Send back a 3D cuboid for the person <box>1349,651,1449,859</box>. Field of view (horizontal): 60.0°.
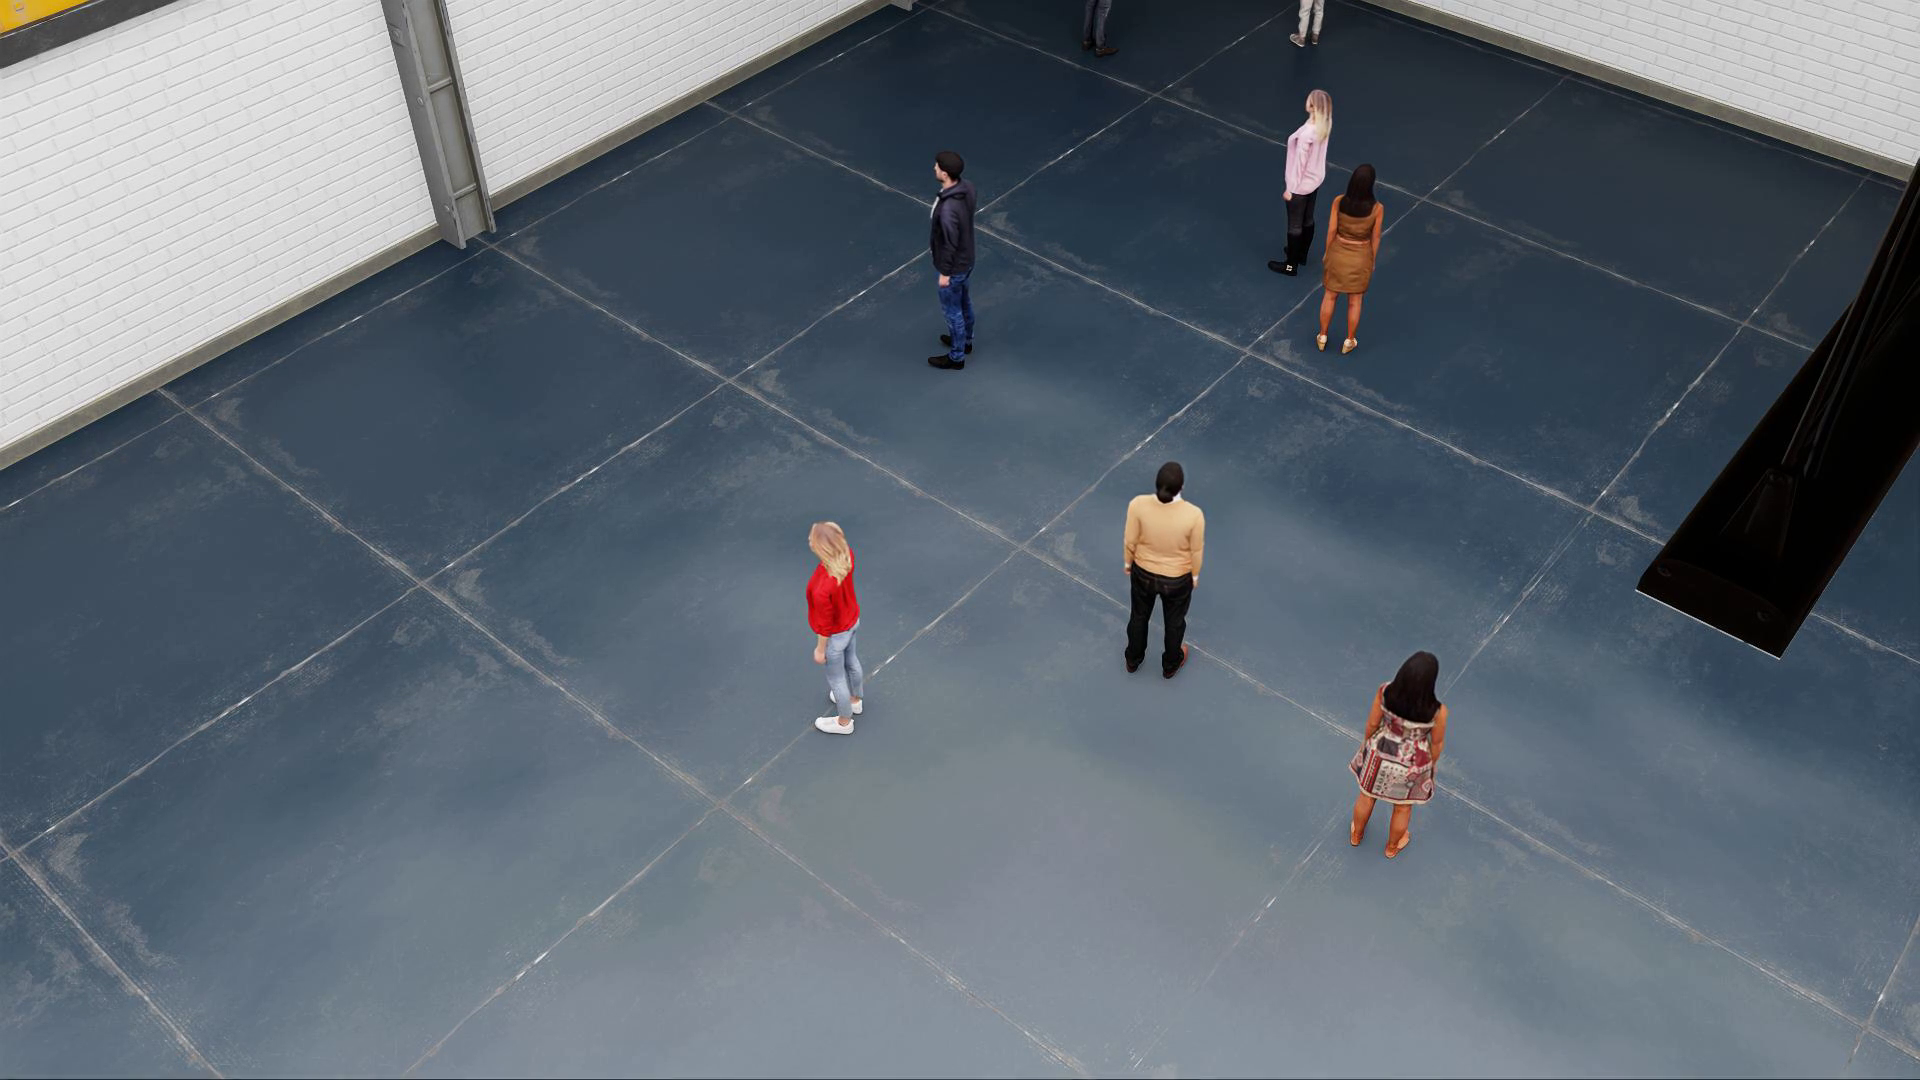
[{"bbox_3d":[2.505,1.229,9.518,0.697,1.645,0.613,19,47,19],"label":"person"}]

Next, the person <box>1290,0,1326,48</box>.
[{"bbox_3d":[3.637,-5.710,17.044,0.549,1.310,0.630,-10,45,-11],"label":"person"}]

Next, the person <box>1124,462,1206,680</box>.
[{"bbox_3d":[1.275,0.196,10.523,0.744,1.754,0.733,12,45,12],"label":"person"}]

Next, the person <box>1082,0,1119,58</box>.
[{"bbox_3d":[1.425,-5.764,16.760,0.617,1.780,0.706,-25,49,-24],"label":"person"}]

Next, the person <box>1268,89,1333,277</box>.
[{"bbox_3d":[2.897,-2.996,13.922,0.651,1.688,0.468,29,51,27],"label":"person"}]

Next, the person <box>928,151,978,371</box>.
[{"bbox_3d":[-0.039,-2.166,12.902,0.814,1.893,0.650,13,45,13],"label":"person"}]

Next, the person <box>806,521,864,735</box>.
[{"bbox_3d":[-0.758,0.541,10.197,0.740,1.704,0.565,14,45,14],"label":"person"}]

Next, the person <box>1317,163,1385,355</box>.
[{"bbox_3d":[3.060,-2.202,13.087,0.624,1.690,0.612,15,46,15],"label":"person"}]
